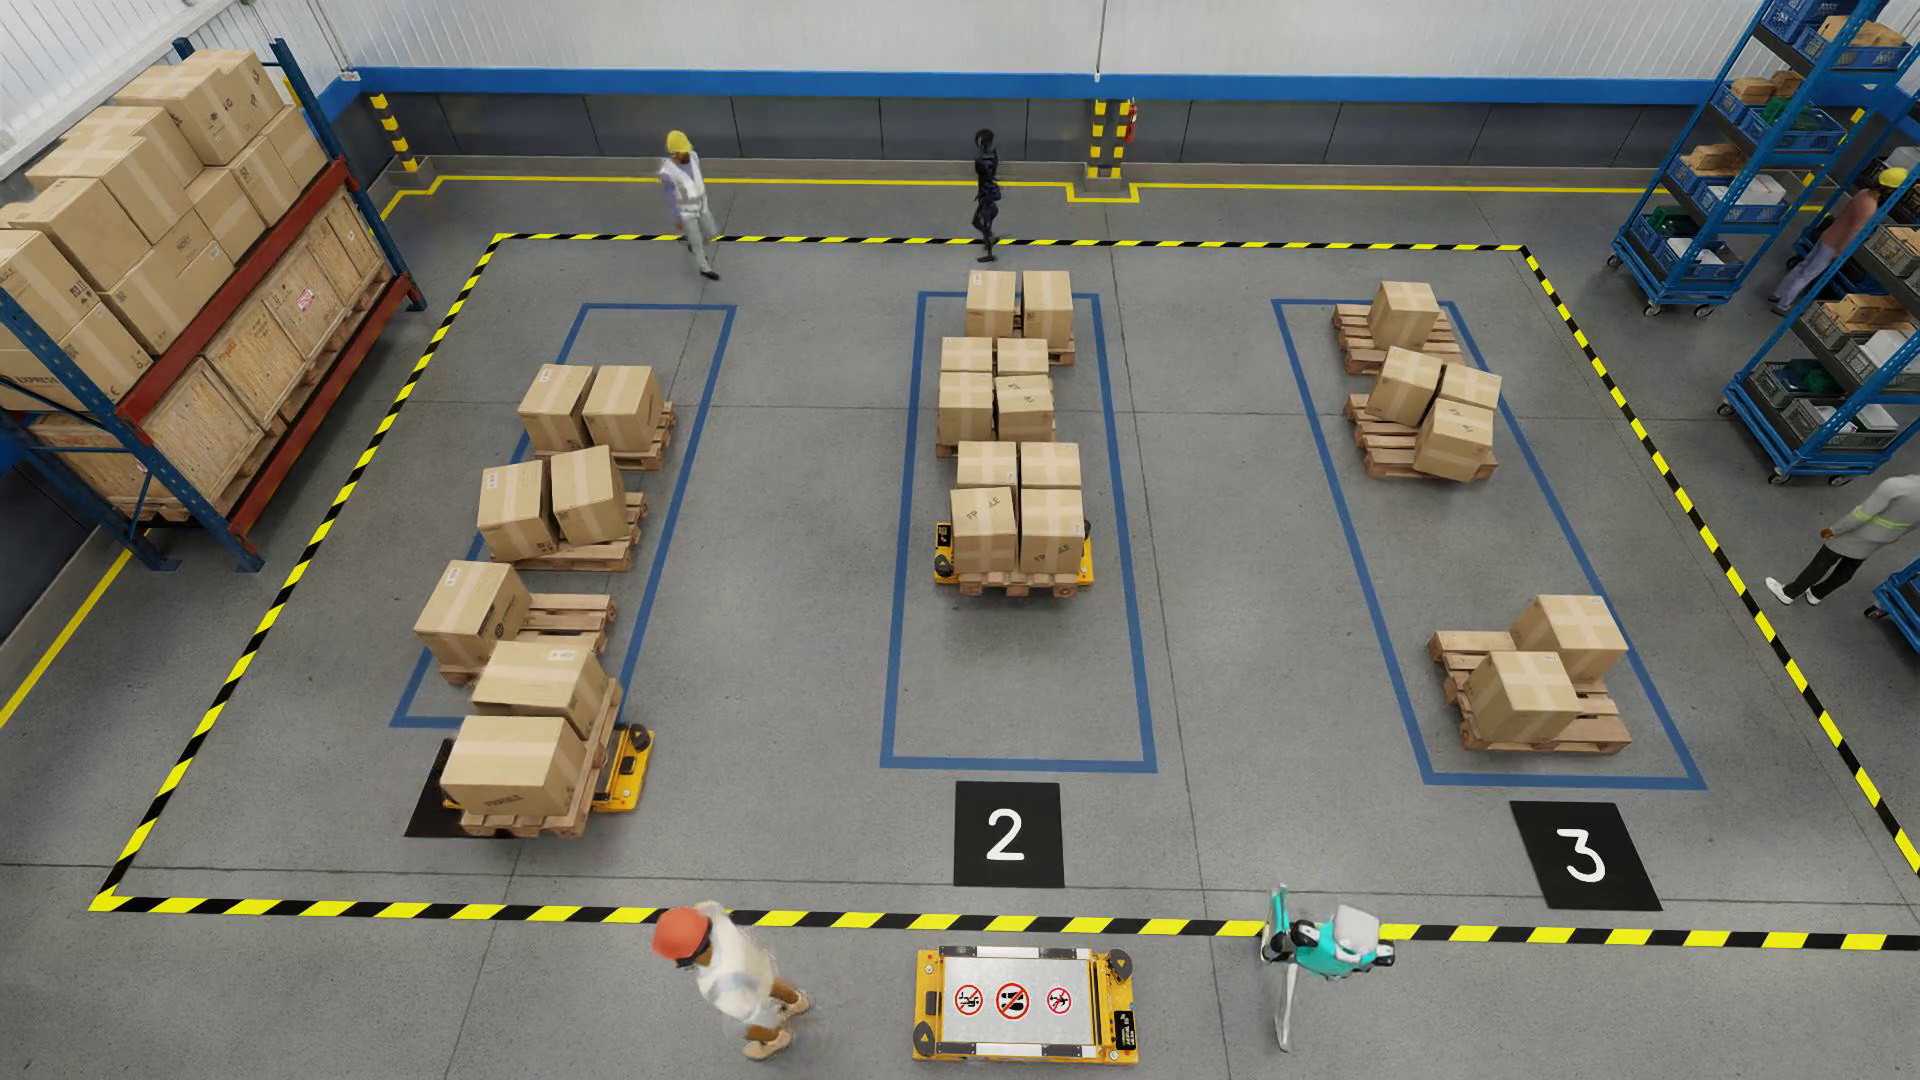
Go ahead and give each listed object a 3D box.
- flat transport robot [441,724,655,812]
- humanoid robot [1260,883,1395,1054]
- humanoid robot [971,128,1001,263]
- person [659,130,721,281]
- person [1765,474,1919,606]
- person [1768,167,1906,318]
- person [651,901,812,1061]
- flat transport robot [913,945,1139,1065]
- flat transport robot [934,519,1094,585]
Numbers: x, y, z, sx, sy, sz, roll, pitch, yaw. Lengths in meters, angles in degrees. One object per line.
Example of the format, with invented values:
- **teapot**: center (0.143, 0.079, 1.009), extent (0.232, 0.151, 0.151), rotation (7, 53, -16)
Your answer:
- **flat transport robot**: center (-3.155, 1.734, 7.055), extent (1.431, 0.197, 0.652), rotation (1, 51, 1)
- **humanoid robot**: center (2.118, 2.408, 5.578), extent (0.547, 1.730, 1.018), rotation (10, 52, 8)
- **humanoid robot**: center (0.341, -4.066, 10.894), extent (0.365, 1.646, 0.610), rotation (-8, 51, -6)
- **person**: center (-3.134, -3.870, 10.642), extent (0.461, 1.821, 0.602), rotation (25, 55, 19)
- **person**: center (7.483, -0.111, 7.554), extent (0.599, 1.850, 0.390), rotation (3, 51, 2)
- **person**: center (9.769, -3.312, 10.218), extent (0.316, 1.769, 0.522), rotation (20, 53, 15)
- **person**: center (-1.264, 2.541, 5.299), extent (0.630, 1.996, 0.621), rotation (-14, 52, -12)
- **flat transport robot**: center (0.422, 3.041, 6.007), extent (1.431, 0.231, 0.659), rotation (1, 51, 1)
- **flat transport robot**: center (0.490, 0.087, 8.397), extent (1.431, 0.197, 0.652), rotation (1, 51, 1)
